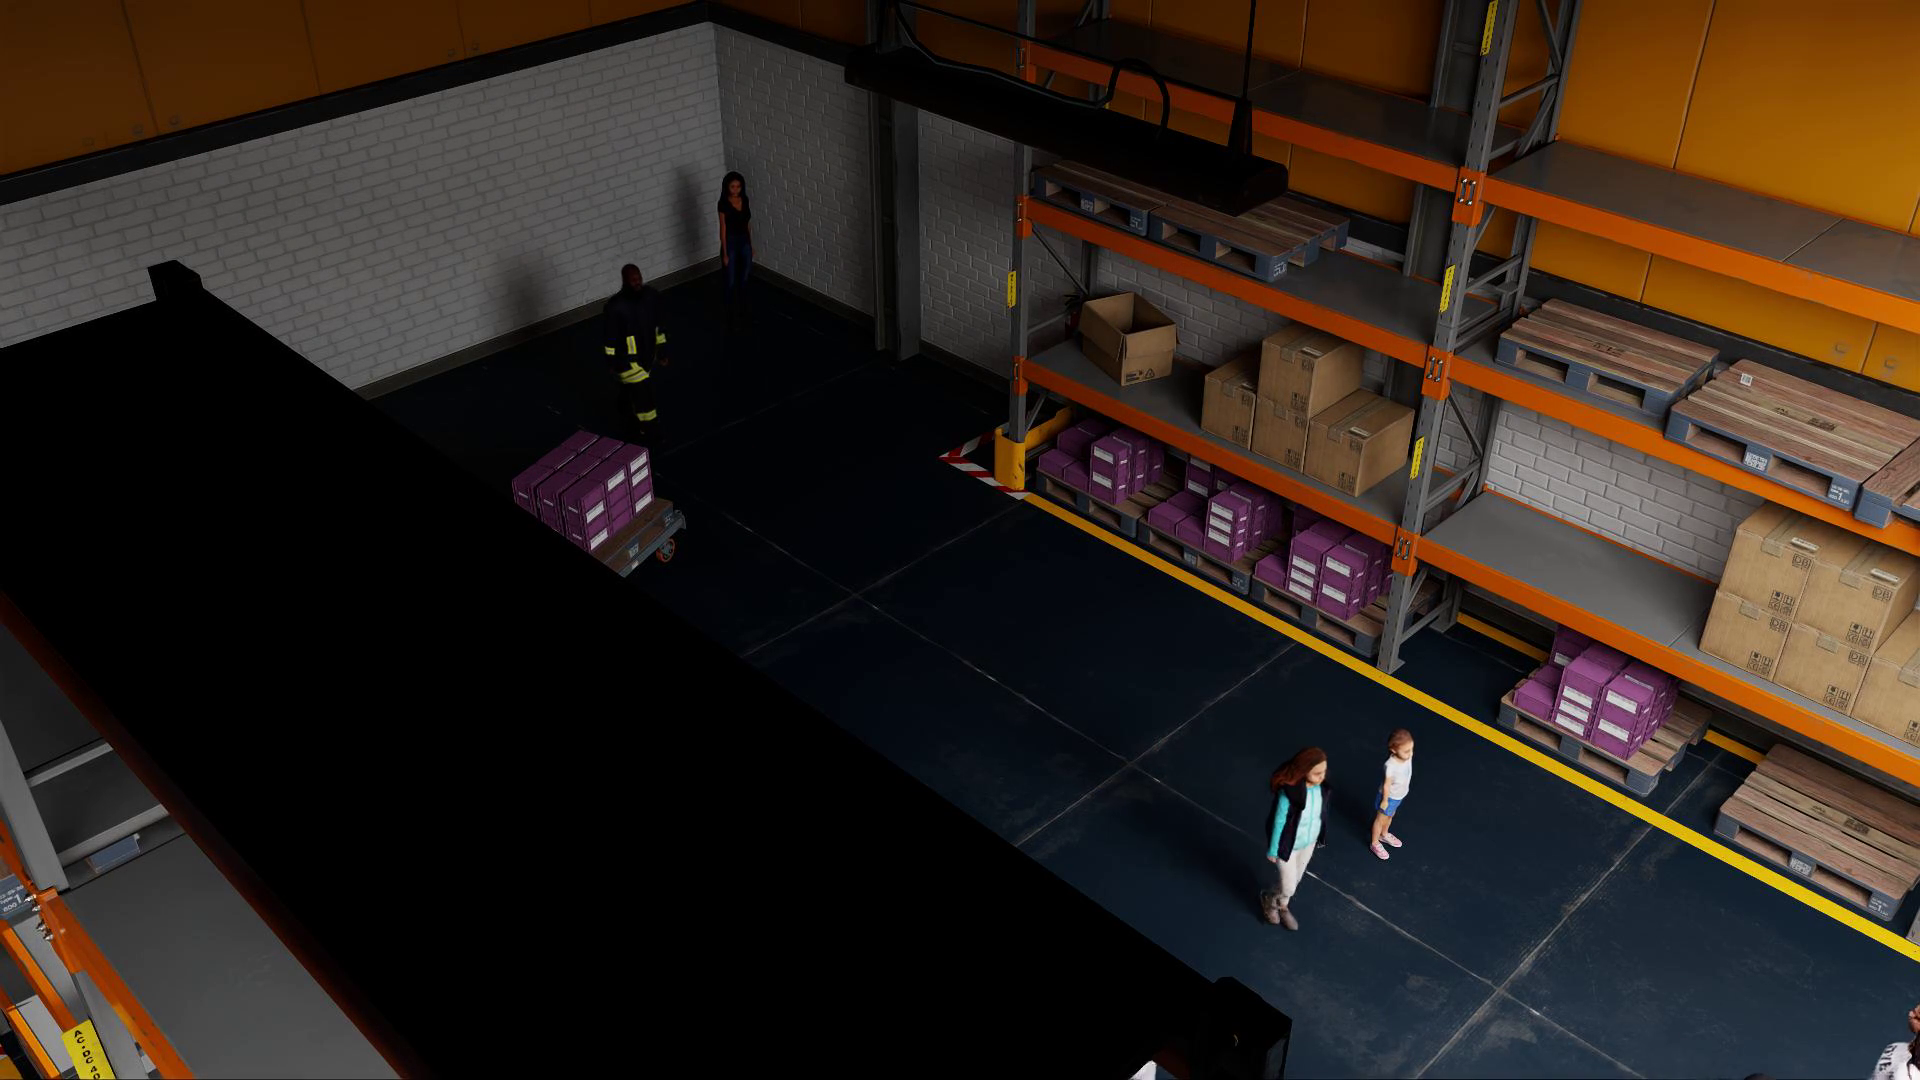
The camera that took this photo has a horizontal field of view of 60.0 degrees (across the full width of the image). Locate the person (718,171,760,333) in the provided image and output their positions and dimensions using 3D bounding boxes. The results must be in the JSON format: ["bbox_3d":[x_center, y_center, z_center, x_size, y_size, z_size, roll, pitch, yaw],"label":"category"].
[{"bbox_3d":[-2.385,-3.096,17.686,0.561,1.737,0.529,-27,42,-35],"label":"person"}]

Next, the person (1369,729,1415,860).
[{"bbox_3d":[2.901,1.675,11.157,0.417,1.019,0.414,-27,42,-35],"label":"person"}]

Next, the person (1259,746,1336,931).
[{"bbox_3d":[2.063,1.838,10.485,0.636,1.492,0.641,-18,38,-25],"label":"person"}]

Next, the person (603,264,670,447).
[{"bbox_3d":[-3.120,-1.819,15.730,1.133,1.776,0.720,28,43,35],"label":"person"}]
